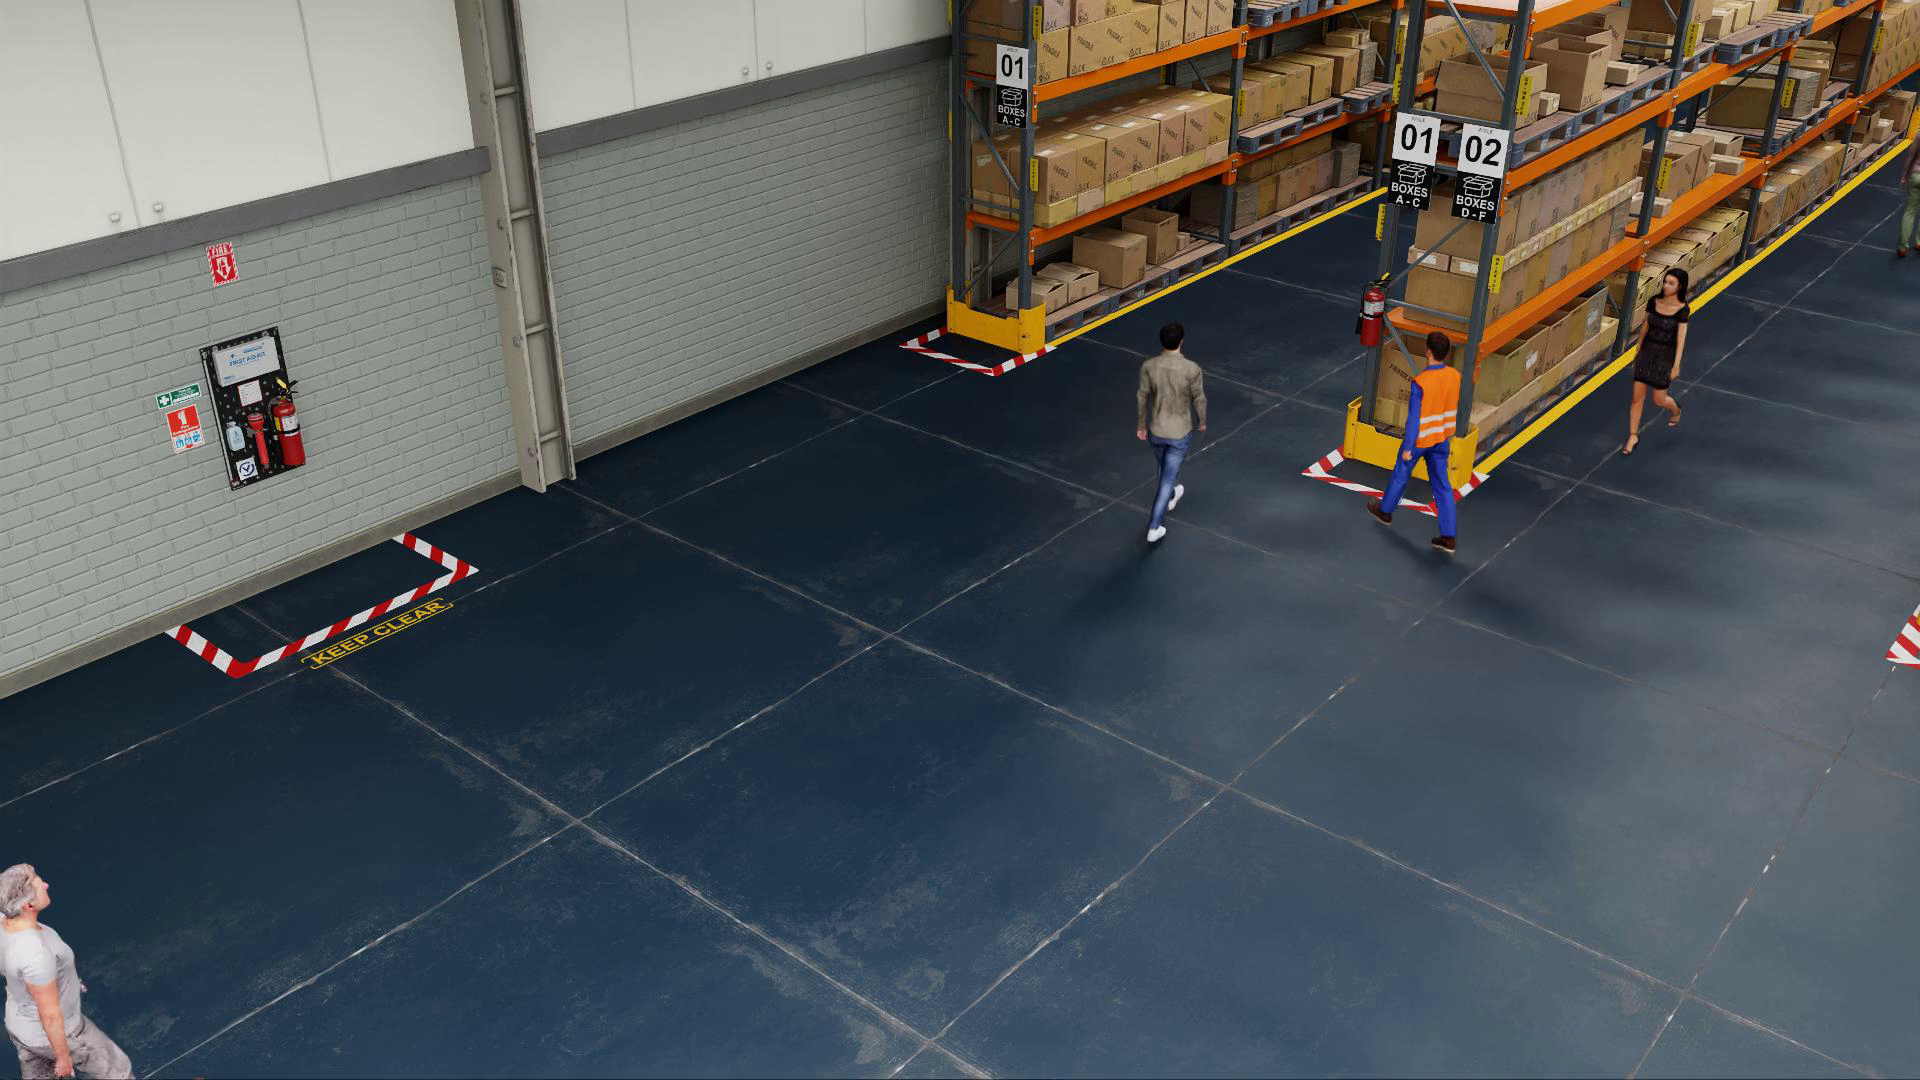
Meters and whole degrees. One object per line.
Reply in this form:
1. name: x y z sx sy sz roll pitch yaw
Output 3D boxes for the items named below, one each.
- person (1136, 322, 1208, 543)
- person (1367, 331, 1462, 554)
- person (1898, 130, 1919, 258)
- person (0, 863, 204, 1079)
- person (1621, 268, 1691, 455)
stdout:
1. person: 1.707 -0.845 13.728 0.877 1.814 1.230 13 31 23
2. person: 3.870 -0.758 13.565 1.294 1.814 1.119 -13 31 -23
3. person: 11.745 -4.341 20.254 0.749 1.850 0.890 18 33 30
4. person: -4.354 2.338 7.785 0.723 1.783 1.088 19 34 32
5. person: 6.446 -1.636 15.259 0.995 1.772 0.744 -18 33 -30
